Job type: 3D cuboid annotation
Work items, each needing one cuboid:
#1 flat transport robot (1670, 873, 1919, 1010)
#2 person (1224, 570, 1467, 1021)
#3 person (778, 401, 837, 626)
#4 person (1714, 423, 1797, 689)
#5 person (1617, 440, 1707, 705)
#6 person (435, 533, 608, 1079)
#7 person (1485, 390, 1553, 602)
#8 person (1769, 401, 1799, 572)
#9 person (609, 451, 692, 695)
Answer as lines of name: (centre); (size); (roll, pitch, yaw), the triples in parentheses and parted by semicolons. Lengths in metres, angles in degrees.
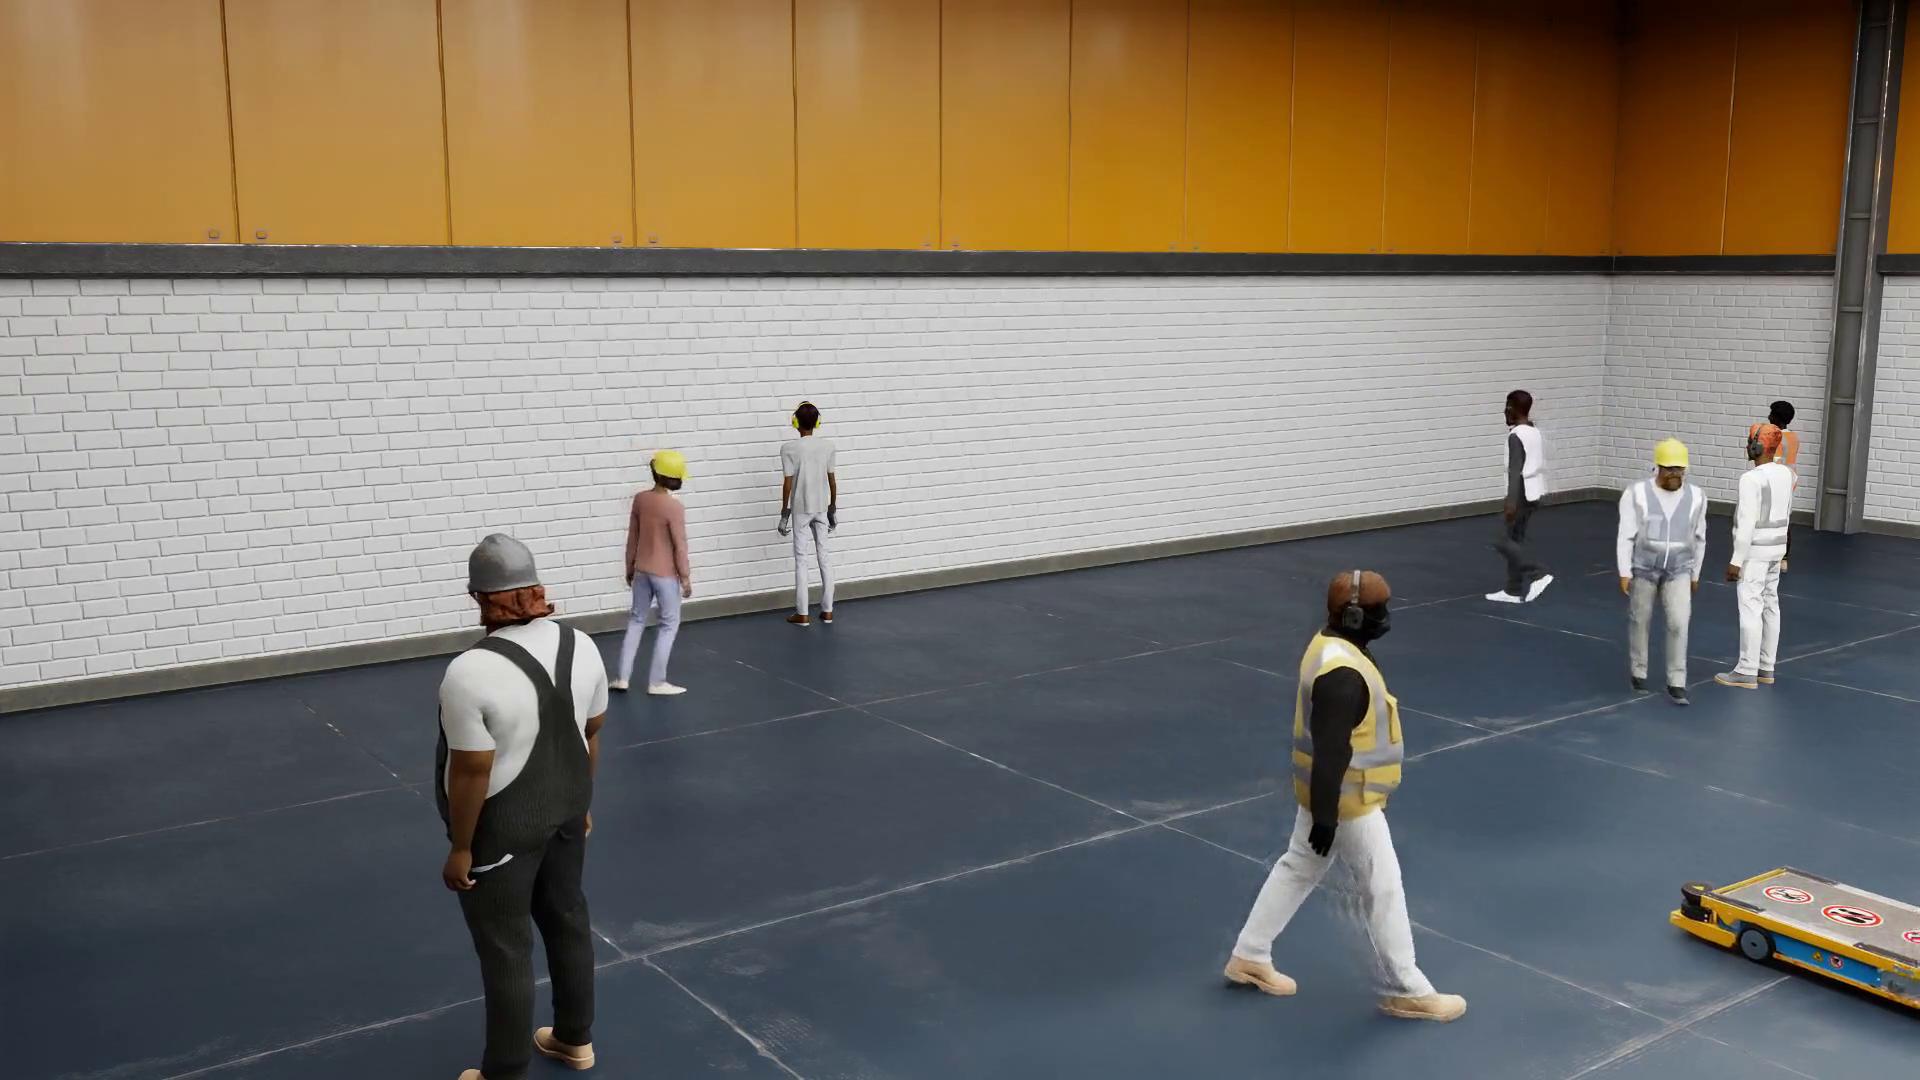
flat transport robot: (3.825, 1.693, 6.985); (0.652, 0.197, 1.431); (-6, 11, -33)
person: (1.514, 0.995, 6.616); (0.950, 1.798, 0.641); (2, 9, 10)
person: (-1.271, -0.221, 13.867); (0.520, 1.873, 0.328); (-5, 10, -26)
person: (5.646, 0.112, 11.786); (0.573, 1.883, 0.356); (-6, 11, -35)
person: (4.794, 0.219, 11.361); (0.604, 1.800, 0.770); (2, 9, 12)
person: (-1.612, 0.978, 5.955); (0.537, 2.000, 0.689); (6, 11, 31)
person: (4.952, -0.368, 14.665); (0.487, 1.906, 0.620); (6, 11, 31)
person: (7.929, -0.503, 16.147); (0.541, 1.695, 0.316); (-9, 13, -44)
person: (-2.160, 0.233, 11.546); (0.693, 1.720, 0.409); (7, 12, 37)
